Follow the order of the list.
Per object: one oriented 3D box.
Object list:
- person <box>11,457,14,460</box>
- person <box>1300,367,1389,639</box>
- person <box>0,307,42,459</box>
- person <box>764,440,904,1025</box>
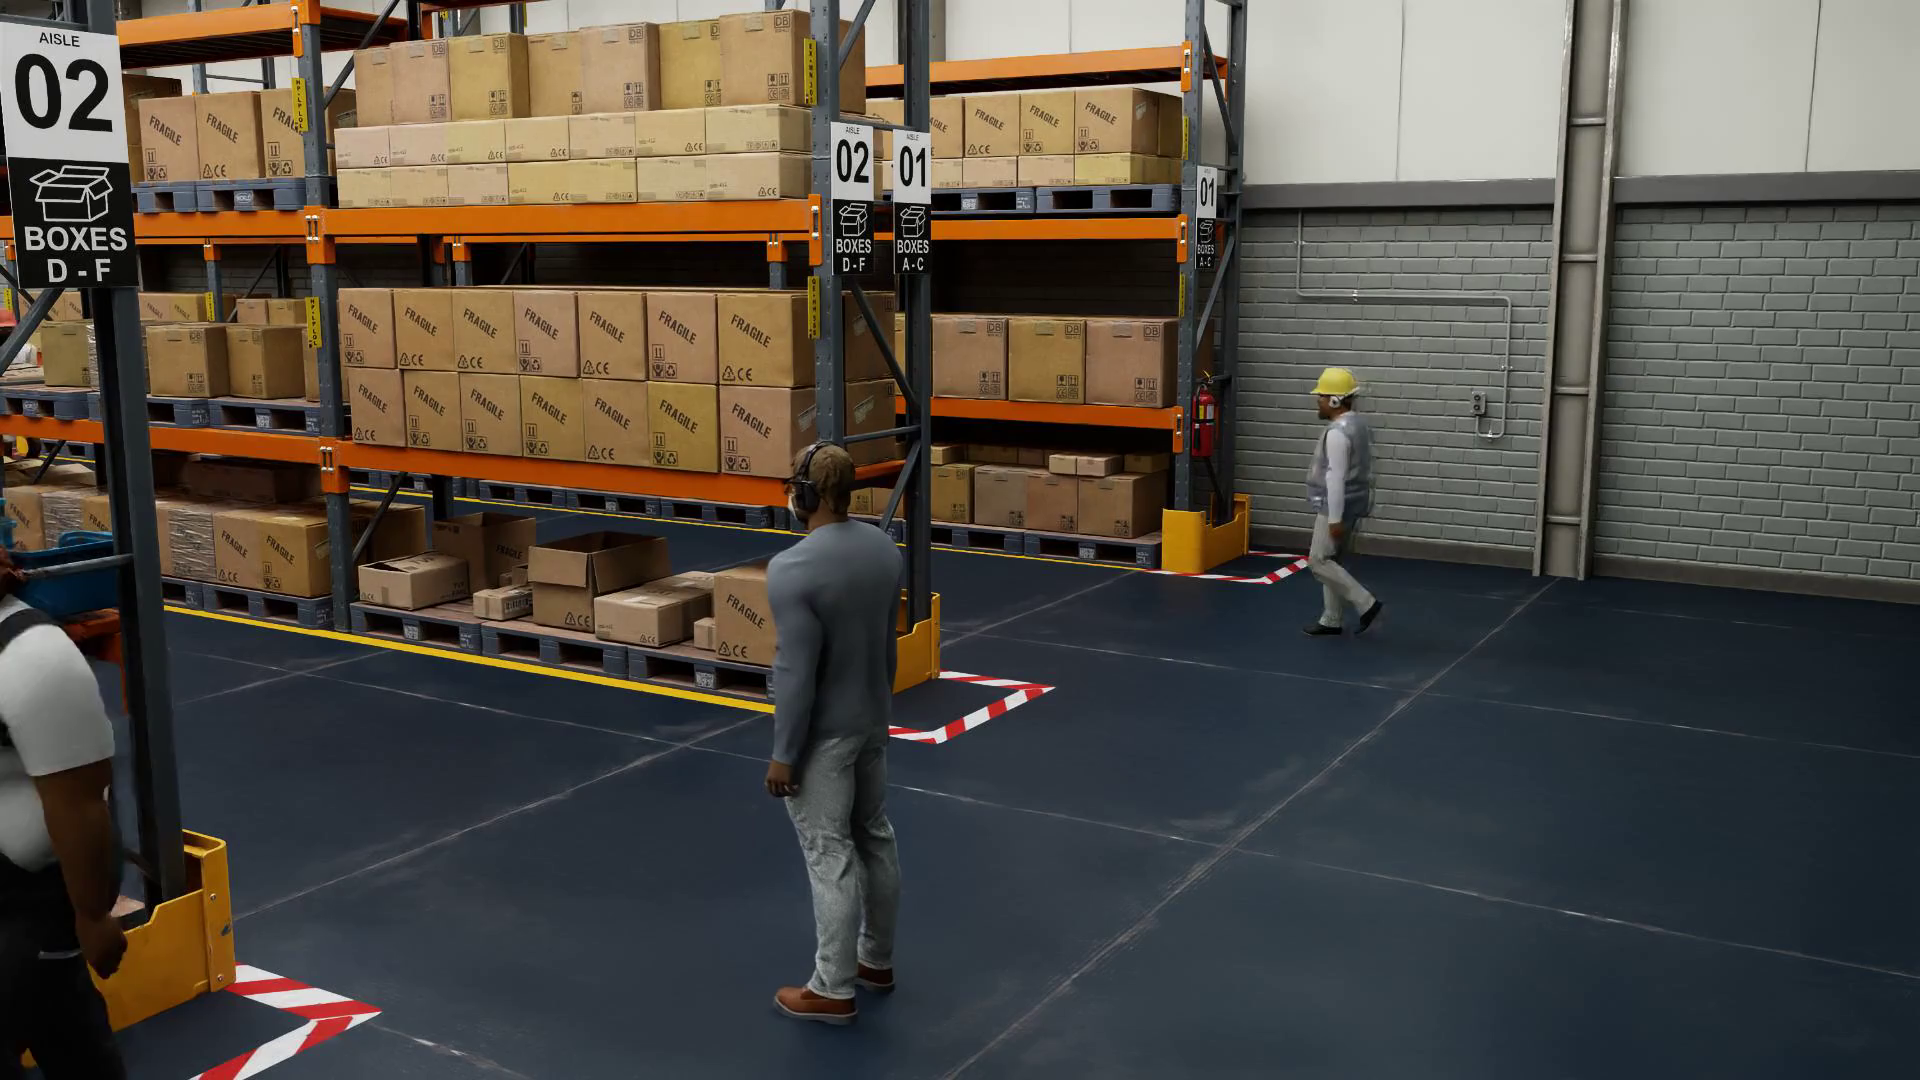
[{"bbox_3d":[-10.750,-1.437,18.209,0.805,1.737,0.528,2,10,12],"label":"person"},{"bbox_3d":[2.518,-0.216,10.869,0.524,1.821,0.604,5,11,25],"label":"person"},{"bbox_3d":[-9.539,-1.324,16.733,0.508,2.023,0.649,8,13,40],"label":"person"},{"bbox_3d":[-0.421,0.635,5.519,0.372,1.939,0.629,6,11,31],"label":"person"}]
